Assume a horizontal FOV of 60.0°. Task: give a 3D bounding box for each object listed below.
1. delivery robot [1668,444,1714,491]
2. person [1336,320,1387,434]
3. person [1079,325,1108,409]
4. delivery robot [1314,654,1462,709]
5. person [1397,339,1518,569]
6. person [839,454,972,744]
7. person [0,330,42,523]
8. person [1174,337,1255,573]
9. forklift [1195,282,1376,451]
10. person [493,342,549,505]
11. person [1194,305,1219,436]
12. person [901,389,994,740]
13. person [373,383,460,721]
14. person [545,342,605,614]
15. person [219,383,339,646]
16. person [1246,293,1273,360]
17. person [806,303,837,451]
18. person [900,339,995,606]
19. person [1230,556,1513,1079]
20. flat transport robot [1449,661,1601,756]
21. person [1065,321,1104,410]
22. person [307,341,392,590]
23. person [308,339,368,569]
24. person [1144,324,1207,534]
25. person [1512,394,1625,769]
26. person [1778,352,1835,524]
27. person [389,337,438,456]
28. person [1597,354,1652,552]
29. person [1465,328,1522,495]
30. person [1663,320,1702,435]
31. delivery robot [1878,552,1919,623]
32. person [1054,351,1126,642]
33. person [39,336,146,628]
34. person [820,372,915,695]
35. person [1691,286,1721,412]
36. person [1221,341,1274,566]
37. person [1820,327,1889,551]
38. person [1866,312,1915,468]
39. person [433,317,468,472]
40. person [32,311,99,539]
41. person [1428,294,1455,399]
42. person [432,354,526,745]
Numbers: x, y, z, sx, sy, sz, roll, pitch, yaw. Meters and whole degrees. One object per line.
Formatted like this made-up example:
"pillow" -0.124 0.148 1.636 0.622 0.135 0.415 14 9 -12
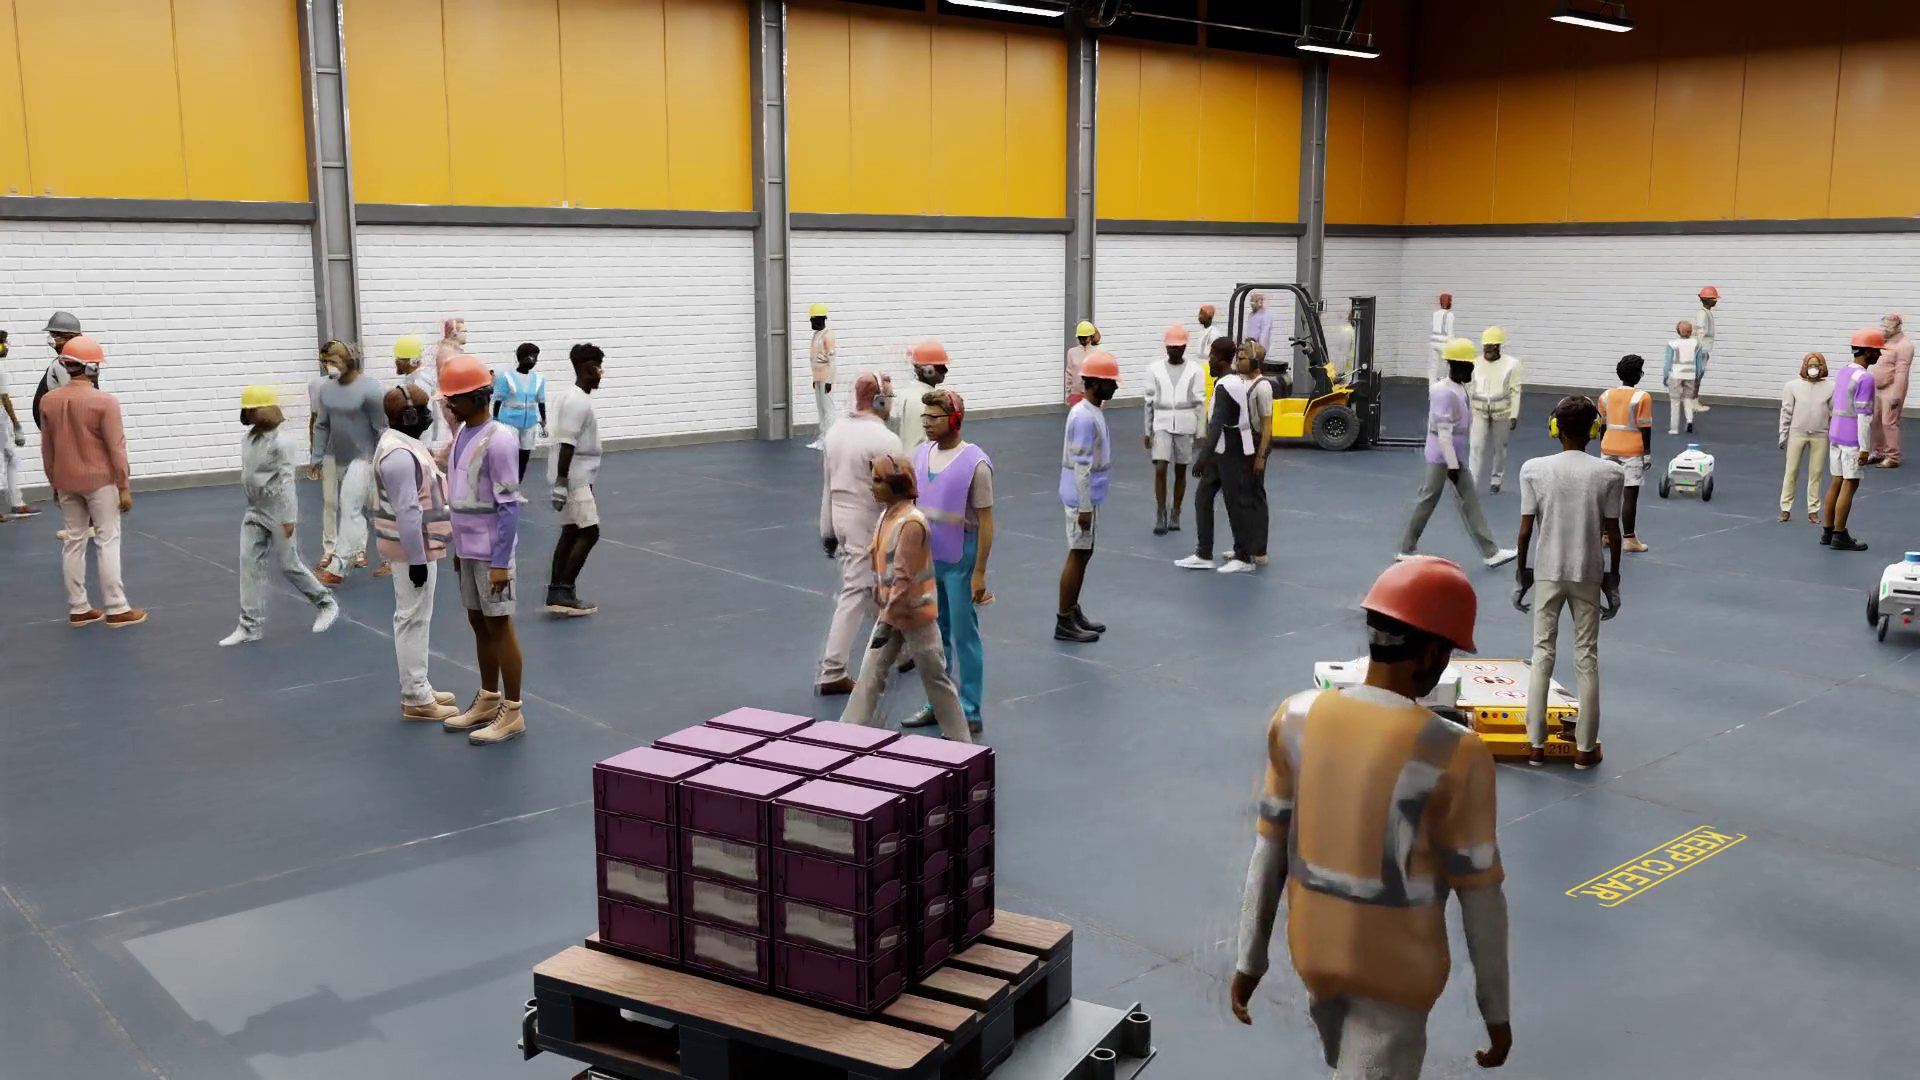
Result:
"delivery robot" 7.694 -0.765 17.490 0.477 0.478 0.707 6 12 33
"person" 5.584 -2.365 23.577 0.994 1.785 0.639 5 11 28
"person" 1.734 -2.051 22.140 0.497 1.633 0.288 7 12 34
"delivery robot" 2.191 0.760 8.558 0.707 0.478 0.477 1 10 3
"person" 4.045 -0.683 13.439 1.014 1.864 0.599 7 12 36
"person" -0.315 0.385 8.003 0.880 1.590 0.516 -4 11 -23
"person" -9.098 -1.089 15.892 0.574 1.840 0.759 7 12 37
"person" 2.037 -0.670 13.331 0.713 1.884 0.568 0 10 -1
"forklift" 4.328 -2.346 22.227 2.313 2.155 1.214 3 10 16
"person" -4.477 -1.178 16.917 0.574 1.661 0.397 -9 14 -44
"person" 3.486 -2.376 23.418 0.622 1.888 0.580 0 10 -1
"person" -0.046 0.123 8.789 0.375 1.843 0.575 -8 13 -40
"person" -2.983 0.065 9.136 0.429 1.847 0.627 -3 10 -18
"person" -2.739 -0.431 11.791 0.534 1.923 0.626 -3 10 -18
"person" -4.542 -0.188 10.992 0.495 1.719 0.764 6 11 30
"person" 5.096 -3.304 28.706 0.479 1.897 0.665 -5 11 -26
"person" -1.807 -2.132 21.752 0.388 1.927 0.589 -4 11 -24
"person" -0.300 -0.477 12.009 1.011 1.959 0.608 -1 10 -7
"person" 0.991 0.963 3.845 1.067 1.848 0.577 -9 13 -41
"flat transport robot" 2.918 0.872 9.008 0.652 0.197 1.431 1 10 3
"person" 1.499 -1.741 19.962 0.523 1.760 0.327 4 11 24
"person" -4.699 -0.586 12.843 0.618 1.881 1.001 6 11 32
"person" -5.034 -0.695 13.528 0.520 1.865 0.332 -1 10 -5
"person" 1.951 -0.991 15.123 0.567 1.905 0.830 2 10 9
"person" 3.011 0.208 8.244 0.511 1.865 0.329 4 10 20
"person" 8.066 -0.971 15.813 0.508 1.632 0.264 4 10 22
"person" -4.919 -0.951 15.283 0.581 1.799 0.632 -4 11 -24
"person" 5.715 -0.744 14.301 0.320 1.697 0.531 -6 11 -30
"person" 5.562 -1.327 17.448 0.591 1.781 0.924 5 11 25
"person" 10.208 -2.291 23.531 0.534 1.626 0.364 0 10 2
"delivery robot" 6.348 0.323 11.103 0.477 0.478 0.707 6 11 31
"person" 0.866 -0.284 10.979 0.431 1.924 0.555 2 10 13
"person" -5.931 -0.389 11.354 0.621 1.991 0.401 2 10 11
"person" -0.466 -0.050 9.767 0.976 1.855 0.678 -7 12 -34
"person" 12.145 -3.110 27.139 0.381 2.045 0.605 5 11 28
"person" 2.381 -0.707 13.649 0.333 1.844 0.515 -2 10 -10
"person" 7.739 -0.868 14.371 0.390 1.929 0.539 1 10 4
"person" 11.065 -1.772 19.816 0.489 1.867 0.679 -1 10 -7
"person" -5.389 -1.418 17.677 0.554 1.890 0.652 -3 10 -18
"person" -8.065 -1.041 15.031 0.538 2.000 0.688 -3 10 -16
"person" 8.643 -3.420 29.486 0.803 1.856 0.612 -5 11 -26
"person" -2.510 0.050 8.672 0.389 2.034 0.605 -8 12 -38
